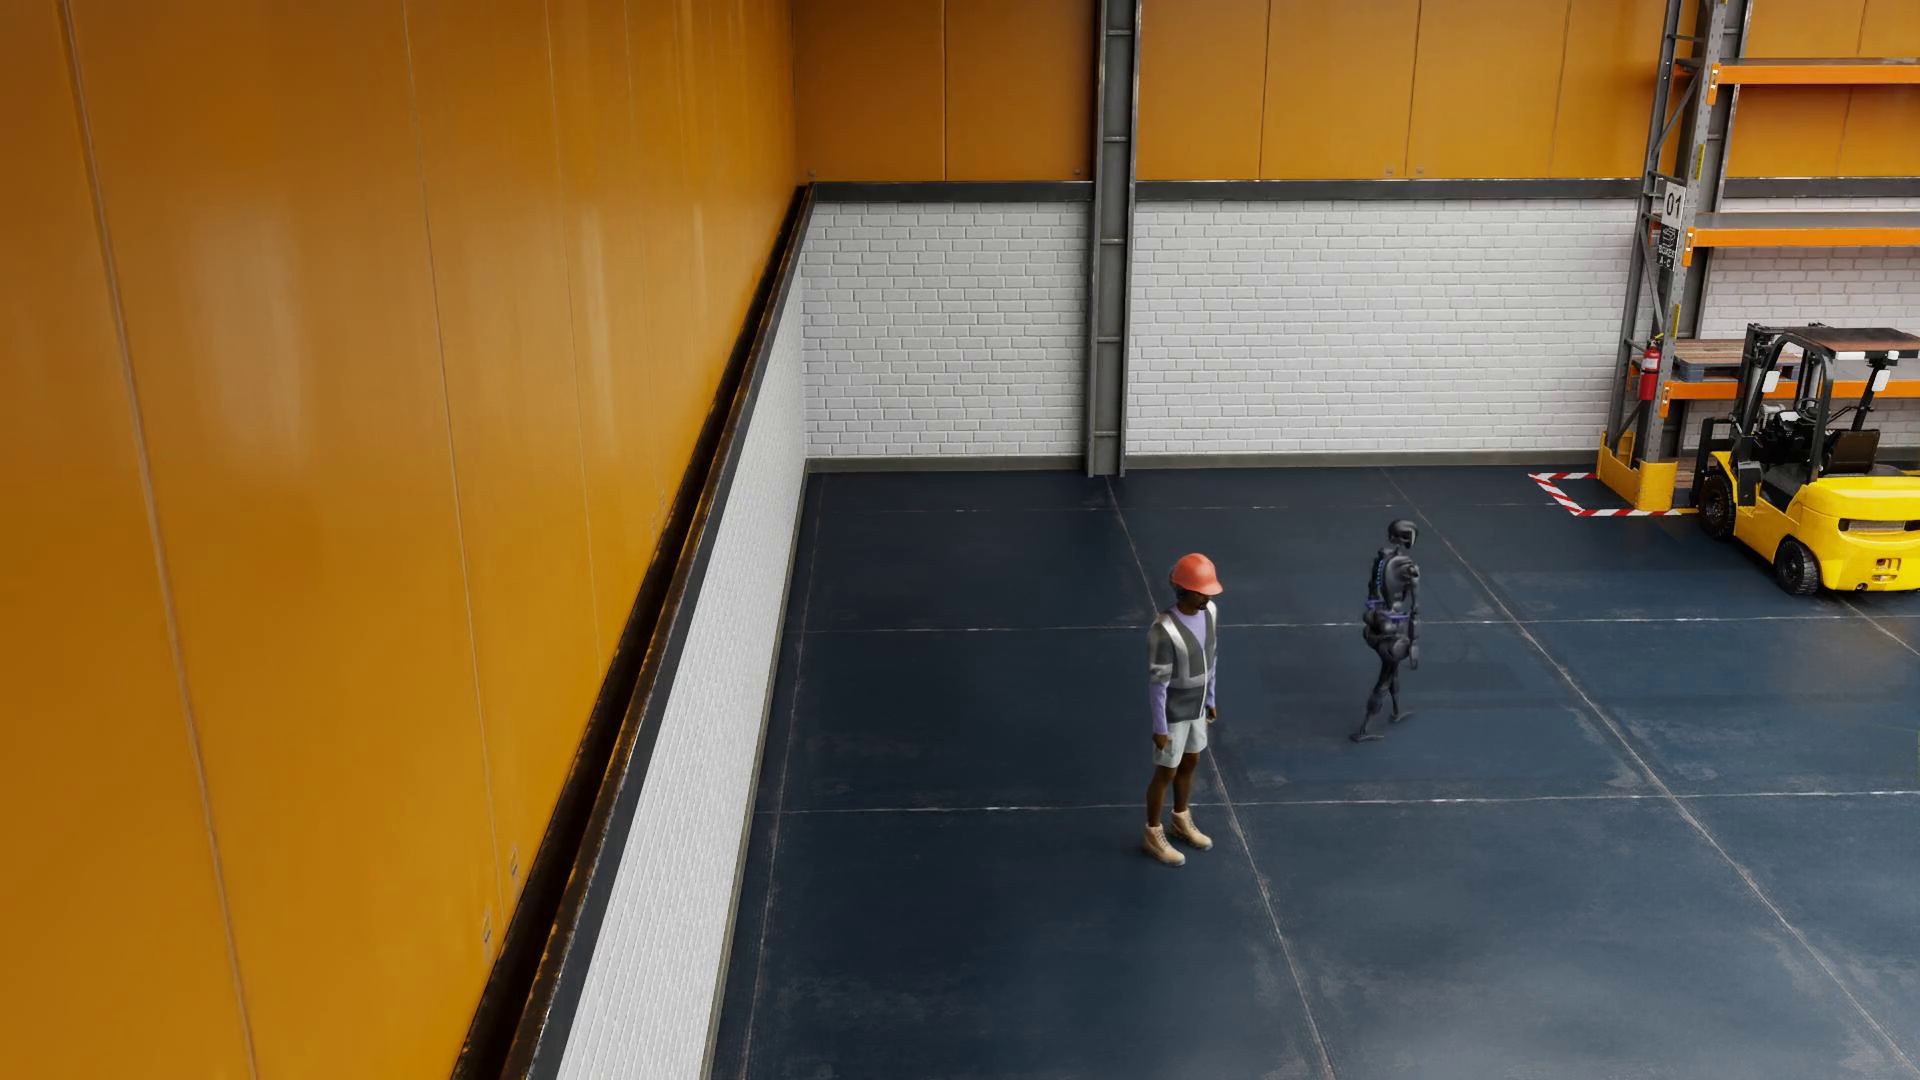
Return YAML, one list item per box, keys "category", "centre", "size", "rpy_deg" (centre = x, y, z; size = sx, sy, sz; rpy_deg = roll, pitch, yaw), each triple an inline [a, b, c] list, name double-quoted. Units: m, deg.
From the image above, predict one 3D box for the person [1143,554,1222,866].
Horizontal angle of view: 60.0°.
- category: "person"
  centre: [1.389, 1.033, 10.219]
  size: [0.397, 2.035, 0.598]
  rpy_deg: [17, 26, 39]

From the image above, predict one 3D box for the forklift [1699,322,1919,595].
- category: "forklift"
  centre: [7.809, -0.792, 14.926]
  size: [1.214, 2.155, 2.313]
  rpy_deg: [-1, 20, -2]

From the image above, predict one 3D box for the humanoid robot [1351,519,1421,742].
- category: "humanoid robot"
  centre: [3.119, 0.625, 11.840]
  size: [0.655, 1.636, 0.609]
  rpy_deg: [-7, 22, -19]
